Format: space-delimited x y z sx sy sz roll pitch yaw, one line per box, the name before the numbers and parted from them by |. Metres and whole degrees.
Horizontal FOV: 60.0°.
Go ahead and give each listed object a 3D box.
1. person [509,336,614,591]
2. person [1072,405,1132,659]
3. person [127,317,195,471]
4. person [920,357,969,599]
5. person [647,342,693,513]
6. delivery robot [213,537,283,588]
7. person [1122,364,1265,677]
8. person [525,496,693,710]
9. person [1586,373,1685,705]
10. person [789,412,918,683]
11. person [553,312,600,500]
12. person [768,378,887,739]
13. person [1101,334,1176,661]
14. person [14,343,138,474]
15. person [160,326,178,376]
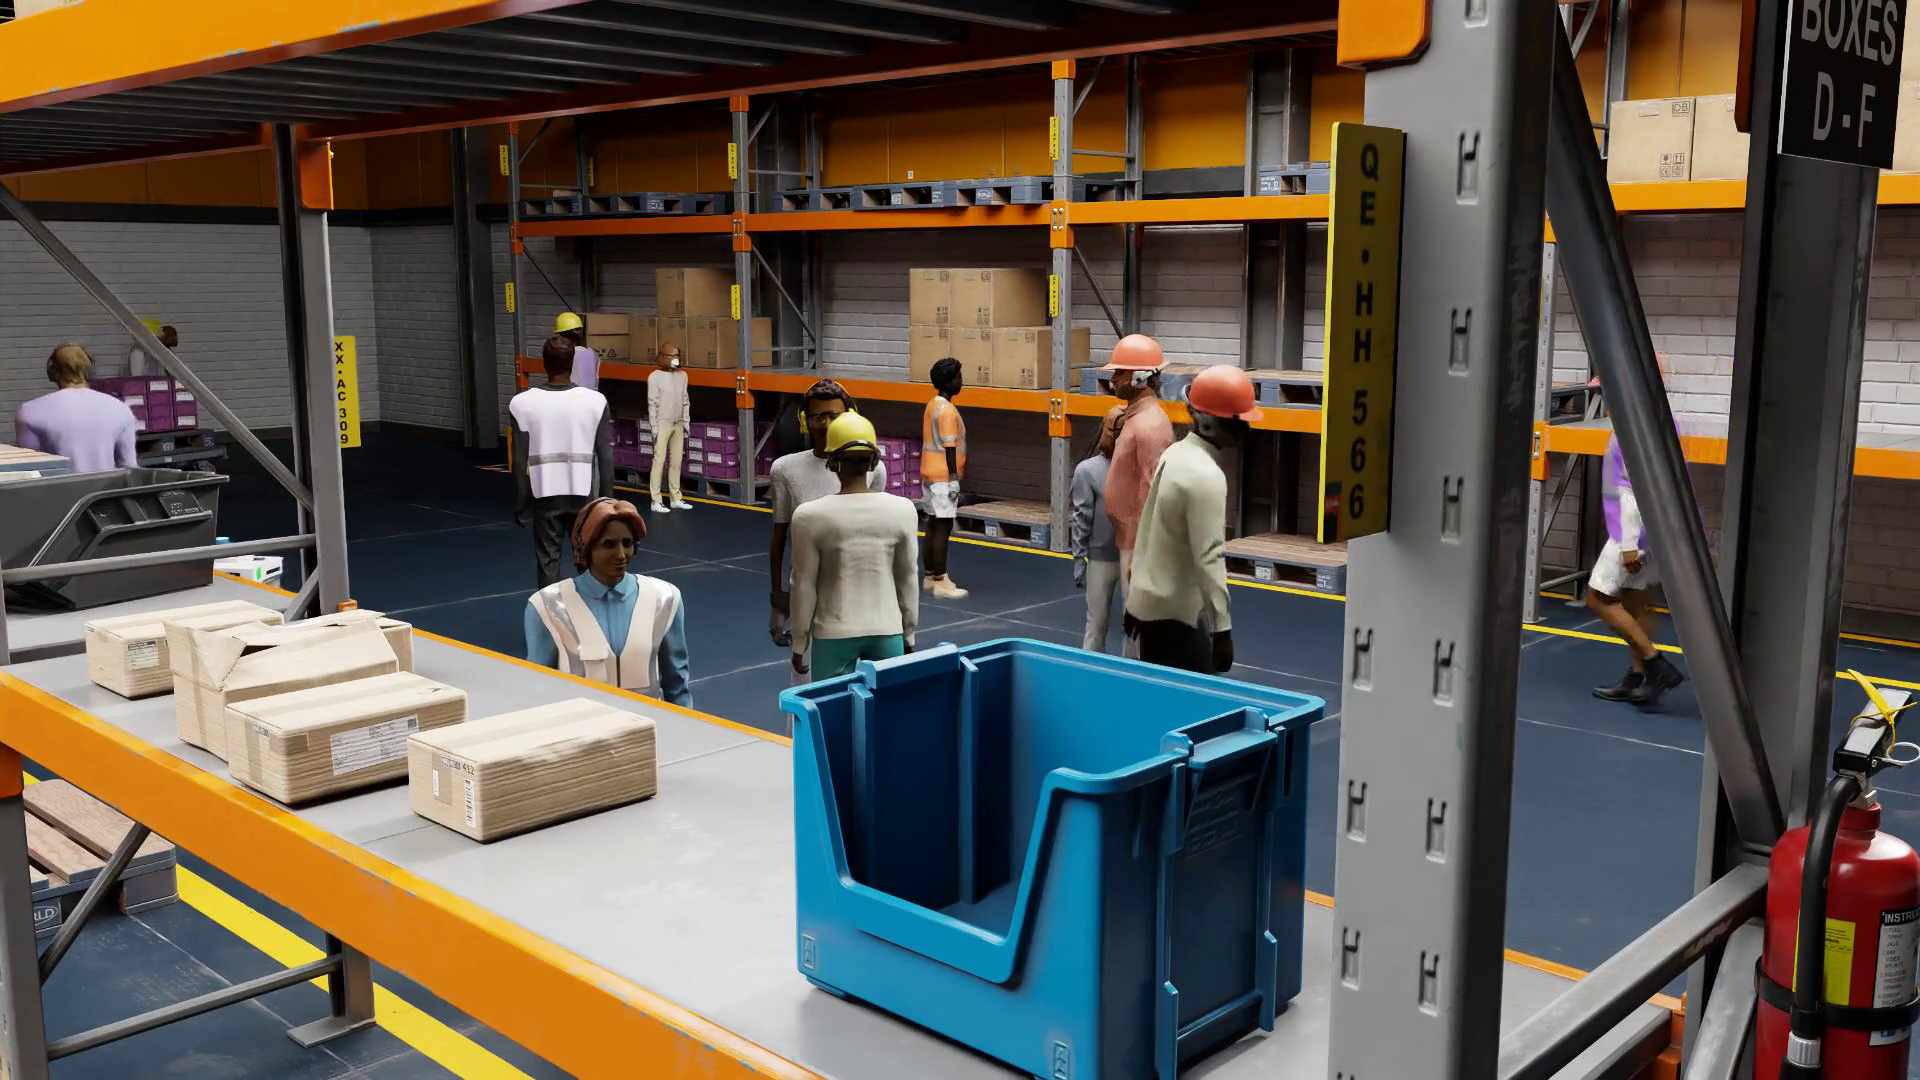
person | -2.369 -0.255 9.949 0.597 1.916 0.370 -2 10 -14
person | 0.821 0.121 8.517 0.509 1.632 0.269 -2 9 -10
person | -8.934 -1.590 18.547 0.890 1.770 0.608 -3 10 -19
person | -0.111 -0.438 11.751 0.317 1.695 0.540 -3 10 -15
person | -2.775 -1.077 15.894 0.285 1.626 0.495 7 11 35
delivery robot | -4.831 0.223 10.899 0.707 0.478 0.477 1 9 5
person | 0.894 0.277 6.598 0.858 1.939 0.640 0 9 0
person | -1.071 0.676 5.122 0.516 1.633 0.313 -5 10 -26
person | 3.511 -0.053 8.716 0.489 1.913 0.586 7 11 35
person | -0.420 0.377 6.573 0.526 1.760 0.340 -3 10 -20
person | -3.524 -1.121 15.242 0.370 1.924 0.586 3 10 20
person | -0.547 0.263 6.921 0.507 1.872 0.329 -2 9 -11
person | 0.880 -0.016 8.248 0.381 1.994 0.614 0 9 1
person | -5.139 -0.185 9.647 1.014 1.873 0.635 7 12 38
person | -9.591 -1.779 20.185 0.277 1.628 0.502 -8 12 -42
